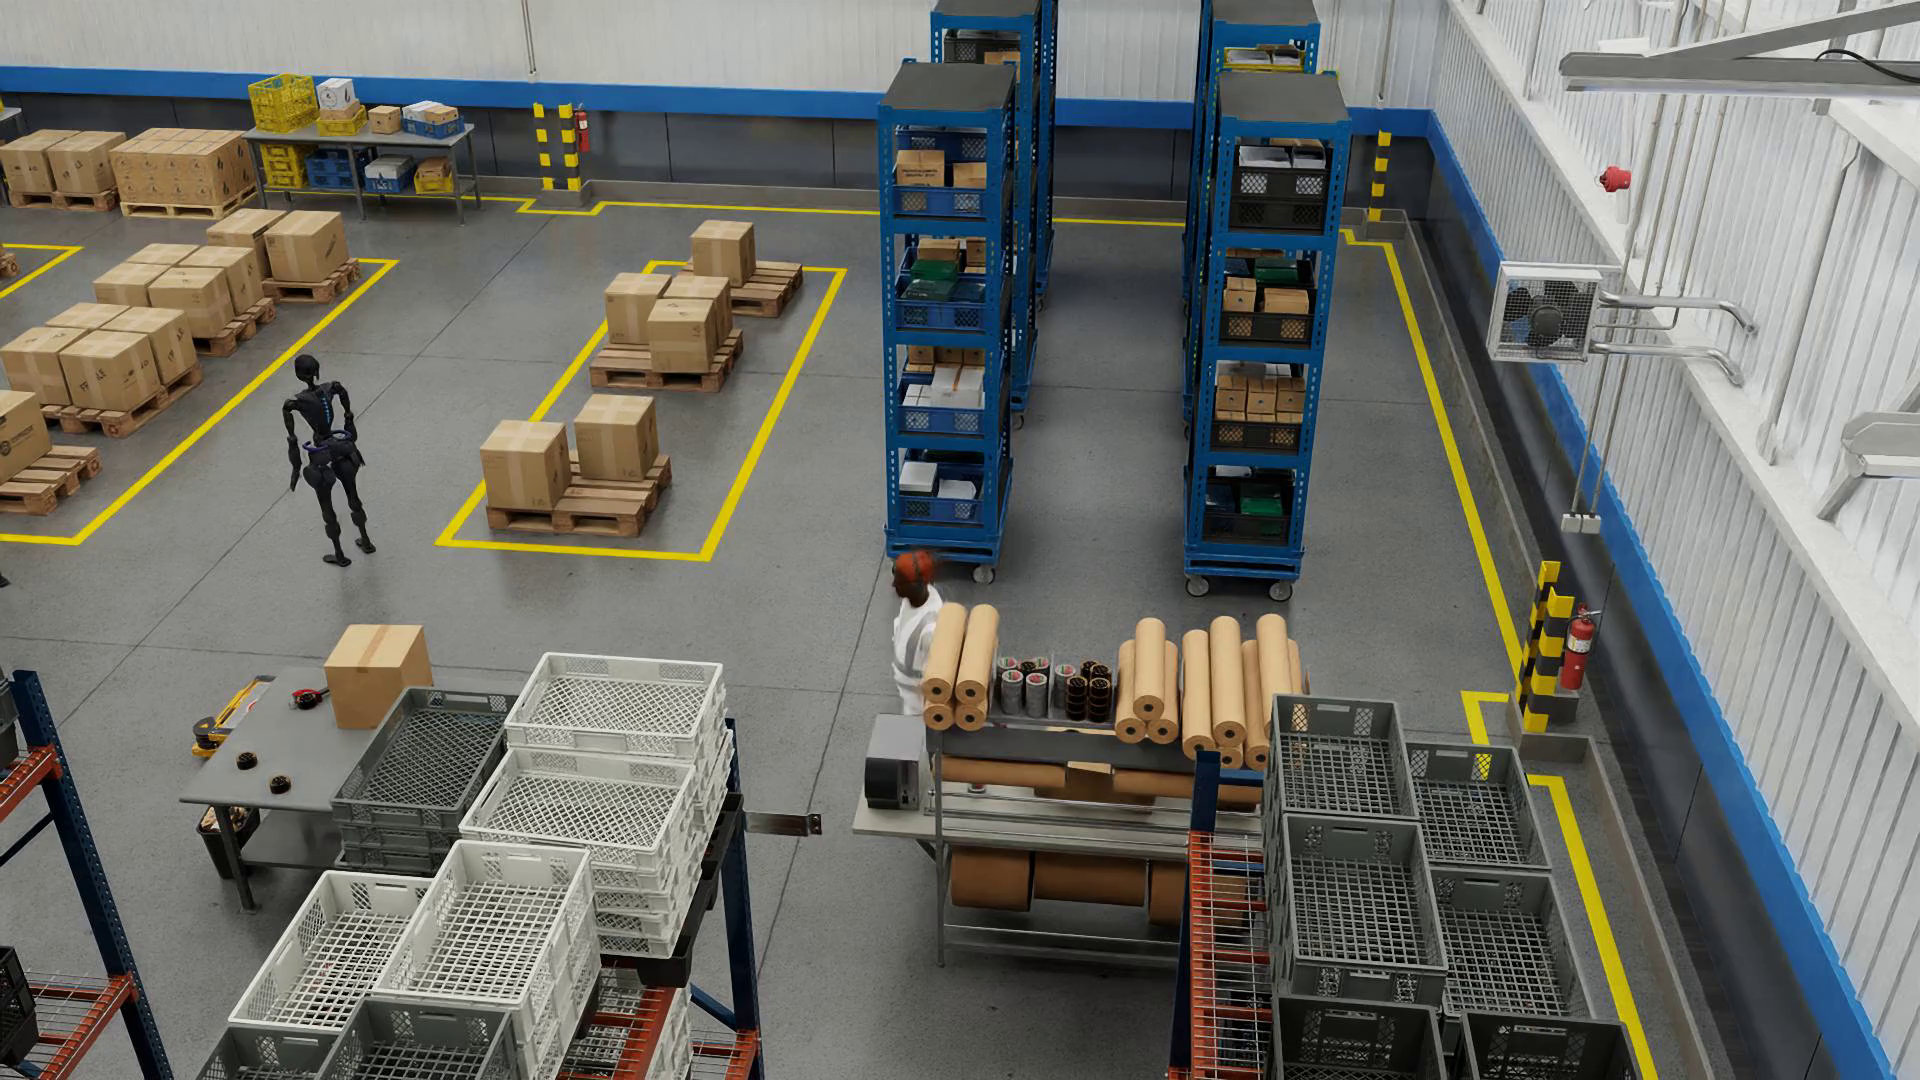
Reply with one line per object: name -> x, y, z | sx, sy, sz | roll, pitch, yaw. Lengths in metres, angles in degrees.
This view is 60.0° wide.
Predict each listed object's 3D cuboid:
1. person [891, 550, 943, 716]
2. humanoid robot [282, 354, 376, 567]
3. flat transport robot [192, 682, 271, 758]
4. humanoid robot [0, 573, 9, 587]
person -> -0.171, 0.853, 9.619 | 0.750, 1.861, 0.585 | -4, 31, -8
humanoid robot -> -4.683, -0.608, 12.304 | 0.327, 1.657, 0.589 | 21, 36, 31
flat transport robot -> -4.089, 1.163, 10.648 | 1.431, 0.197, 0.652 | 3, 30, 6
humanoid robot -> -7.303, -0.352, 11.883 | 0.372, 1.647, 0.595 | 16, 34, 26
